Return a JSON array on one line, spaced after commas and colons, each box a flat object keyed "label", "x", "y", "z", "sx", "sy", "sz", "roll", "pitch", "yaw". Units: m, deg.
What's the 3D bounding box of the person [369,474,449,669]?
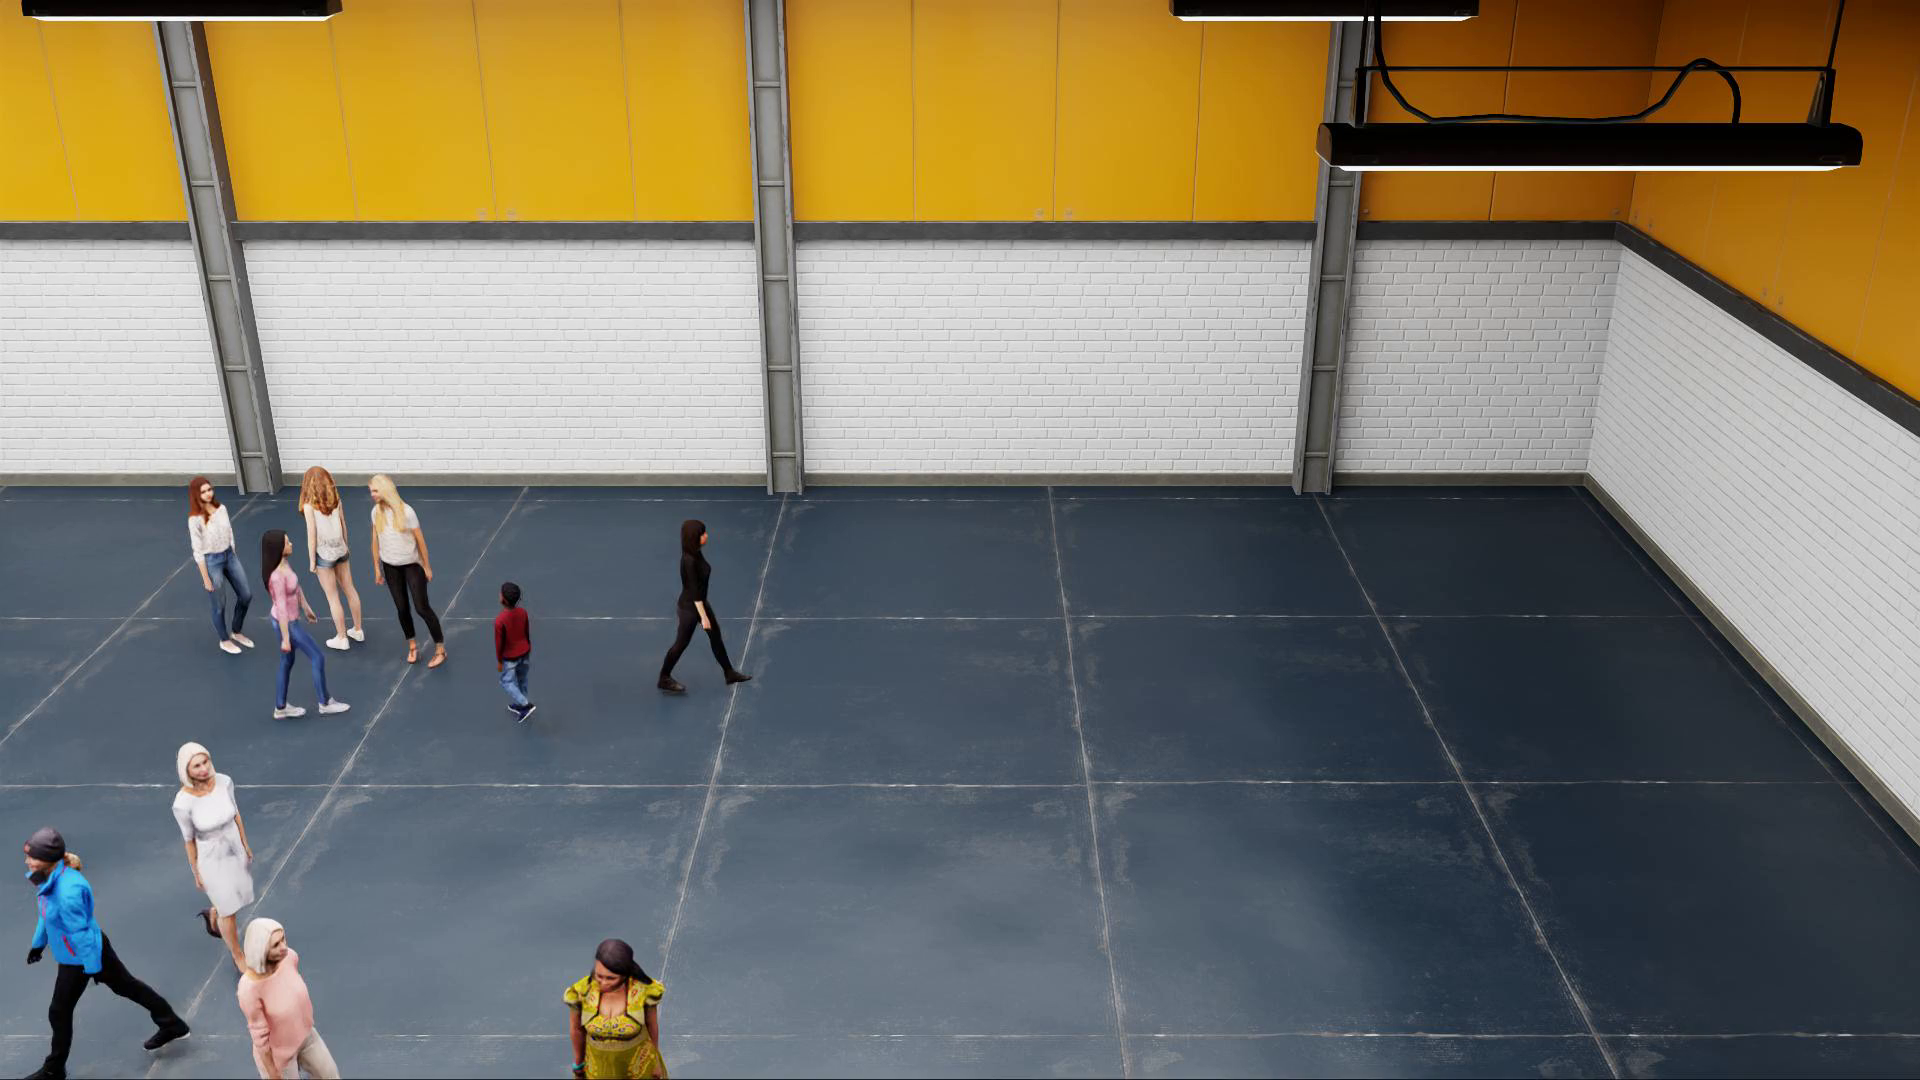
[{"label": "person", "x": -4.990, "y": 0.240, "z": 14.884, "sx": 0.572, "sy": 1.809, "sz": 0.770, "roll": -2, "pitch": 24, "yaw": -4}]

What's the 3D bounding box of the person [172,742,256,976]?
[{"label": "person", "x": -4.871, "y": 2.057, "z": 10.821, "sx": 0.931, "sy": 1.733, "sz": 0.802, "roll": 12, "pitch": 26, "yaw": 26}]

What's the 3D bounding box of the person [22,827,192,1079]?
[{"label": "person", "x": -5.115, "y": 2.450, "z": 9.906, "sx": 1.284, "sy": 1.746, "sz": 1.026, "roll": -12, "pitch": 26, "yaw": -26}]

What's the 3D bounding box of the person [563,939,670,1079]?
[{"label": "person", "x": -1.863, "y": 2.854, "z": 9.091, "sx": 0.783, "sy": 1.659, "sz": 0.966, "roll": -4, "pitch": 24, "yaw": -9}]

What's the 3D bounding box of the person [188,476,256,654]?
[{"label": "person", "x": -6.763, "y": 0.218, "z": 15.047, "sx": 0.747, "sy": 1.718, "sz": 0.710, "roll": 13, "pitch": 27, "yaw": 28}]

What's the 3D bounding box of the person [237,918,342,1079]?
[{"label": "person", "x": -3.792, "y": 2.784, "z": 9.183, "sx": 0.679, "sy": 1.714, "sz": 0.680, "roll": 6, "pitch": 24, "yaw": 14}]

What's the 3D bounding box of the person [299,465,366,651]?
[{"label": "person", "x": -5.712, "y": 0.156, "z": 15.139, "sx": 0.662, "sy": 1.759, "sz": 0.641, "roll": 15, "pitch": 28, "yaw": 30}]

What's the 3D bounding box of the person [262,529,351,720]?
[{"label": "person", "x": -5.692, "y": 0.725, "z": 13.883, "sx": 0.934, "sy": 1.722, "sz": 0.769, "roll": -10, "pitch": 25, "yaw": -21}]

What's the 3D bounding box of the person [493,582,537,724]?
[{"label": "person", "x": -3.709, "y": 0.953, "z": 13.952, "sx": 0.760, "sy": 1.249, "sz": 0.677, "roll": 14, "pitch": 27, "yaw": 30}]

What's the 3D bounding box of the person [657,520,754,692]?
[{"label": "person", "x": -2.376, "y": 0.604, "z": 14.316, "sx": 1.035, "sy": 1.598, "sz": 0.598, "roll": 0, "pitch": 24, "yaw": 1}]
